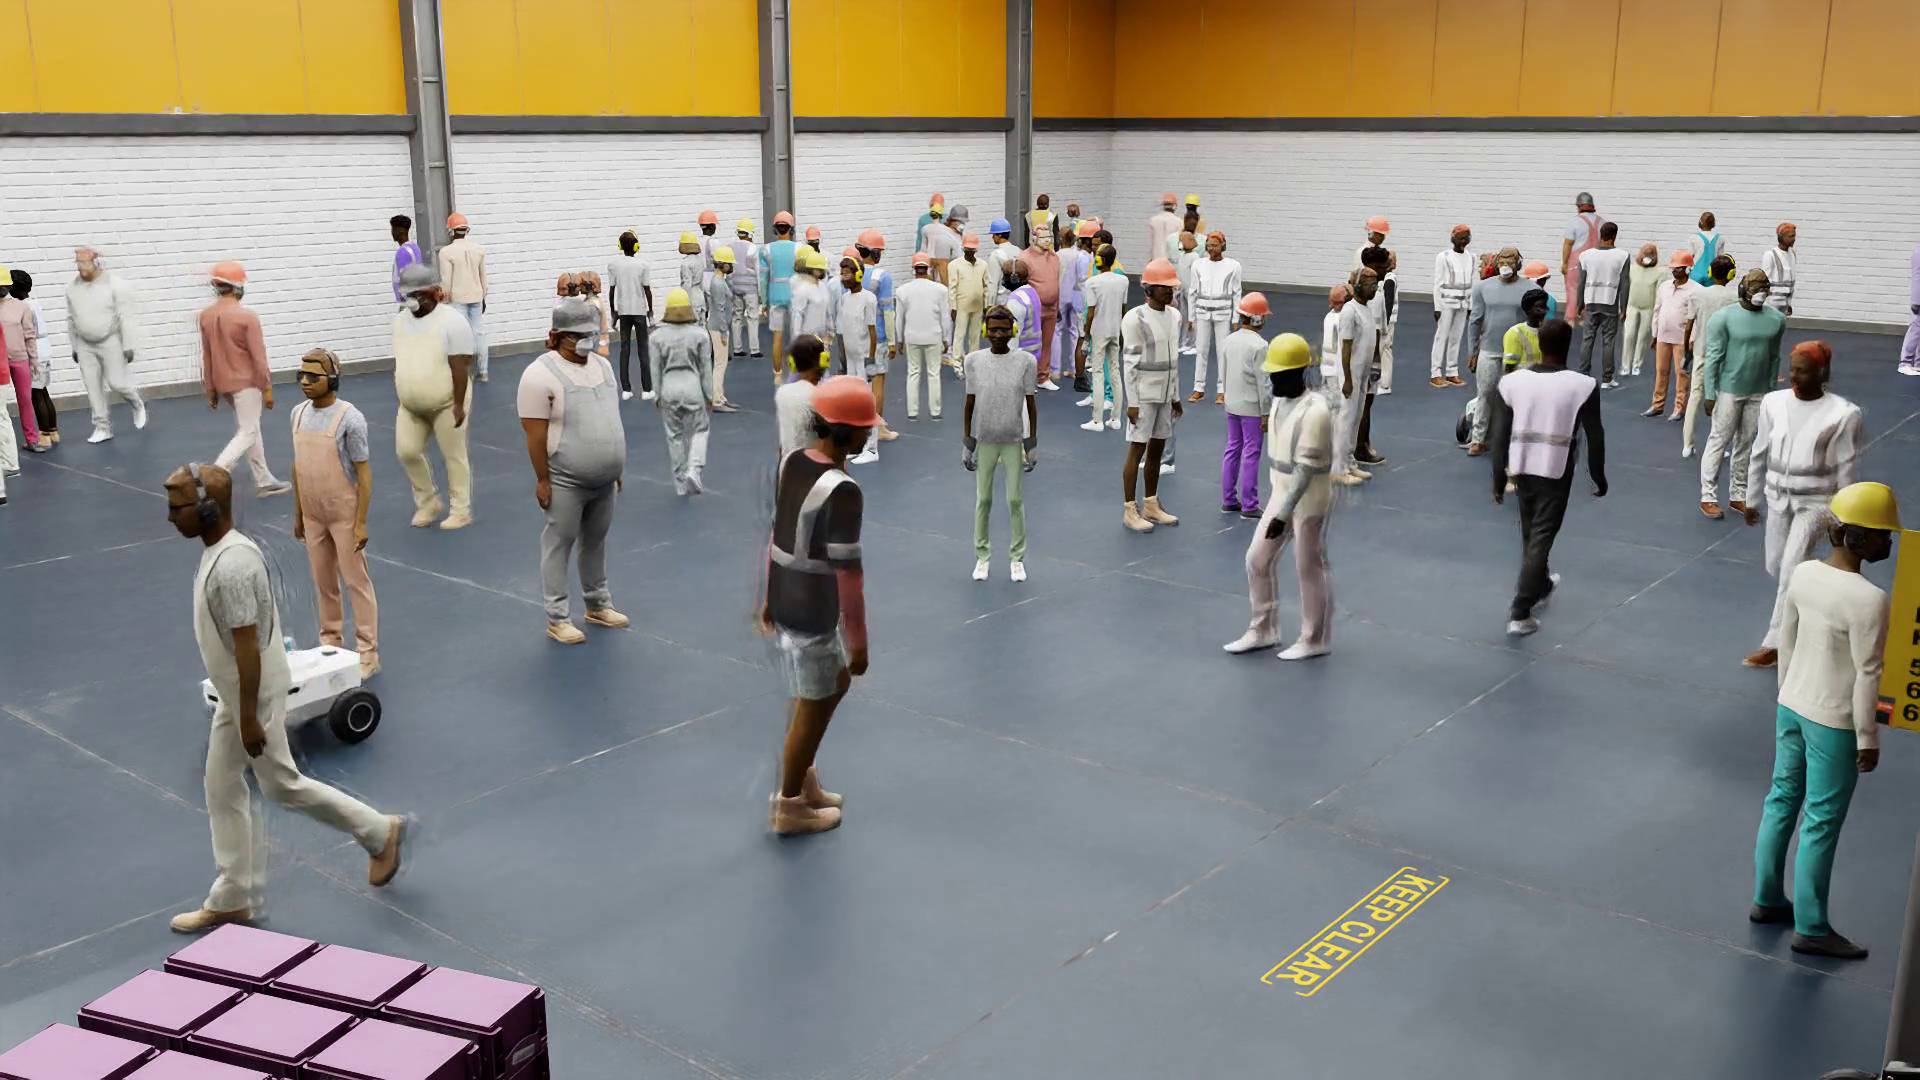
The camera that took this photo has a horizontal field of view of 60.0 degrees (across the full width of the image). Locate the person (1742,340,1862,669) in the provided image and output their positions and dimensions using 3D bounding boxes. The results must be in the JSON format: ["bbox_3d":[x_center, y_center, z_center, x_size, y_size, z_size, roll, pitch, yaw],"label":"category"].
[{"bbox_3d":[4.805,-0.221,9.432,0.796,1.859,0.587,-9,16,-31],"label":"person"}]

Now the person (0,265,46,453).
[{"bbox_3d":[-8.772,-1.646,15.329,0.338,1.761,0.525,14,19,43],"label":"person"}]

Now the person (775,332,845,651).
[{"bbox_3d":[-0.888,-0.273,9.670,0.484,1.842,0.624,-11,18,-38],"label":"person"}]

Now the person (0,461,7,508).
[{"bbox_3d":[-7.872,-1.139,13.177,0.586,1.824,0.404,12,18,40],"label":"person"}]

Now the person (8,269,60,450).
[{"bbox_3d":[-8.769,-1.710,15.730,0.319,1.686,0.539,-4,15,-15],"label":"person"}]

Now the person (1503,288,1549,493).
[{"bbox_3d":[4.716,-1.238,13.818,0.541,1.695,0.316,-8,16,-28],"label":"person"}]

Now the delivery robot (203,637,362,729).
[{"bbox_3d":[-3.301,0.717,8.132,0.477,0.478,0.707,10,17,34],"label":"delivery robot"}]

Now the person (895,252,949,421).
[{"bbox_3d":[-0.388,-2.088,17.133,0.565,1.739,0.345,1,14,5],"label":"person"}]

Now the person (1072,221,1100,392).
[{"bbox_3d":[1.462,-2.666,19.036,0.355,1.938,0.545,0,14,1],"label":"person"}]

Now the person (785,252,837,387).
[{"bbox_3d":[-1.588,-2.190,17.623,0.934,1.722,0.541,7,16,25],"label":"person"}]

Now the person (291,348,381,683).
[{"bbox_3d":[-3.432,-0.127,9.078,0.507,1.847,0.345,6,15,22],"label":"person"}]

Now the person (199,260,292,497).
[{"bbox_3d":[-5.815,-1.248,13.309,0.623,1.966,0.918,7,16,27],"label":"person"}]

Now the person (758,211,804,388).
[{"bbox_3d":[-2.014,-2.778,19.279,0.605,2.040,0.385,1,14,3],"label":"person"}]

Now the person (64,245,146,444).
[{"bbox_3d":[-8.280,-1.906,16.087,0.657,1.889,0.642,0,14,2],"label":"person"}]

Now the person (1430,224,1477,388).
[{"bbox_3d":[5.754,-2.721,19.371,0.576,1.881,0.352,-7,16,-25],"label":"person"}]

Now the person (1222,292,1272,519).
[{"bbox_3d":[2.245,-1.043,12.914,0.321,1.755,0.563,-7,16,-25],"label":"person"}]

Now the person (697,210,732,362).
[{"bbox_3d":[-3.226,-3.275,21.464,0.542,1.941,0.360,12,19,41],"label":"person"}]

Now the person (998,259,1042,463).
[{"bbox_3d":[0.517,-1.620,15.072,0.429,1.836,0.626,4,15,16],"label":"person"}]

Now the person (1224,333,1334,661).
[{"bbox_3d":[1.821,-0.214,9.319,0.707,1.893,0.593,-5,15,-20],"label":"person"}]

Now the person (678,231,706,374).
[{"bbox_3d":[-3.289,-2.899,20.362,0.313,1.743,0.493,4,15,15],"label":"person"}]

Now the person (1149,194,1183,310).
[{"bbox_3d":[3.180,-4.382,25.864,0.660,1.962,0.687,8,16,28],"label":"person"}]

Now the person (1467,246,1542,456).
[{"bbox_3d":[4.964,-1.713,15.225,0.635,1.937,0.352,6,15,22],"label":"person"}]

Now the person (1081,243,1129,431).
[{"bbox_3d":[1.436,-2.017,16.589,0.514,1.868,0.328,-8,16,-29],"label":"person"}]

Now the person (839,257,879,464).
[{"bbox_3d":[-0.932,-1.619,15.029,0.346,1.857,0.523,-10,17,-36],"label":"person"}]

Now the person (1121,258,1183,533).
[{"bbox_3d":[1.468,-1.088,12.513,0.605,2.045,0.386,-13,19,-42],"label":"person"}]

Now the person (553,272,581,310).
[{"bbox_3d":[-3.746,-1.750,16.004,0.314,1.629,0.509,-10,17,-34],"label":"person"}]

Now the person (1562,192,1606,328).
[{"bbox_3d":[9.320,-4.214,25.015,0.685,2.000,0.536,-5,15,-18],"label":"person"}]

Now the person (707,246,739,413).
[{"bbox_3d":[-2.511,-2.230,17.667,0.345,1.758,0.532,-2,14,-8],"label":"person"}]

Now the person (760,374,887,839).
[{"bbox_3d":[-0.583,0.298,7.044,0.549,2.010,0.661,-7,15,-25],"label":"person"}]

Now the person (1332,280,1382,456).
[{"bbox_3d":[3.612,-1.587,15.210,0.534,1.698,0.322,9,17,33],"label":"person"}]

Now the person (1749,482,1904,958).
[{"bbox_3d":[3.209,0.652,6.133,0.329,1.764,0.524,-1,14,-5],"label":"person"}]

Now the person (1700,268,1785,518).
[{"bbox_3d":[6.061,-1.132,12.905,0.636,1.939,0.364,-3,14,-10],"label":"person"}]

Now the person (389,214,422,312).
[{"bbox_3d":[-6.623,-2.918,19.986,0.362,1.963,0.613,-1,14,-4],"label":"person"}]

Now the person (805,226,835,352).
[{"bbox_3d":[-1.867,-3.131,21.265,0.561,1.753,0.327,-1,14,-5],"label":"person"}]

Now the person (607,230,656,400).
[{"bbox_3d":[-3.635,-2.491,18.471,0.517,1.874,0.328,2,14,7],"label":"person"}]

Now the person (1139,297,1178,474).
[{"bbox_3d":[1.754,-1.390,14.552,0.282,1.633,0.501,-2,14,-9],"label":"person"}]

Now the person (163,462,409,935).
[{"bbox_3d":[-2.620,0.578,6.350,0.843,1.811,0.554,-7,16,-27],"label":"person"}]

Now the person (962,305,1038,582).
[{"bbox_3d":[0.267,-0.642,11.111,0.510,1.863,0.326,2,14,6],"label":"person"}]
